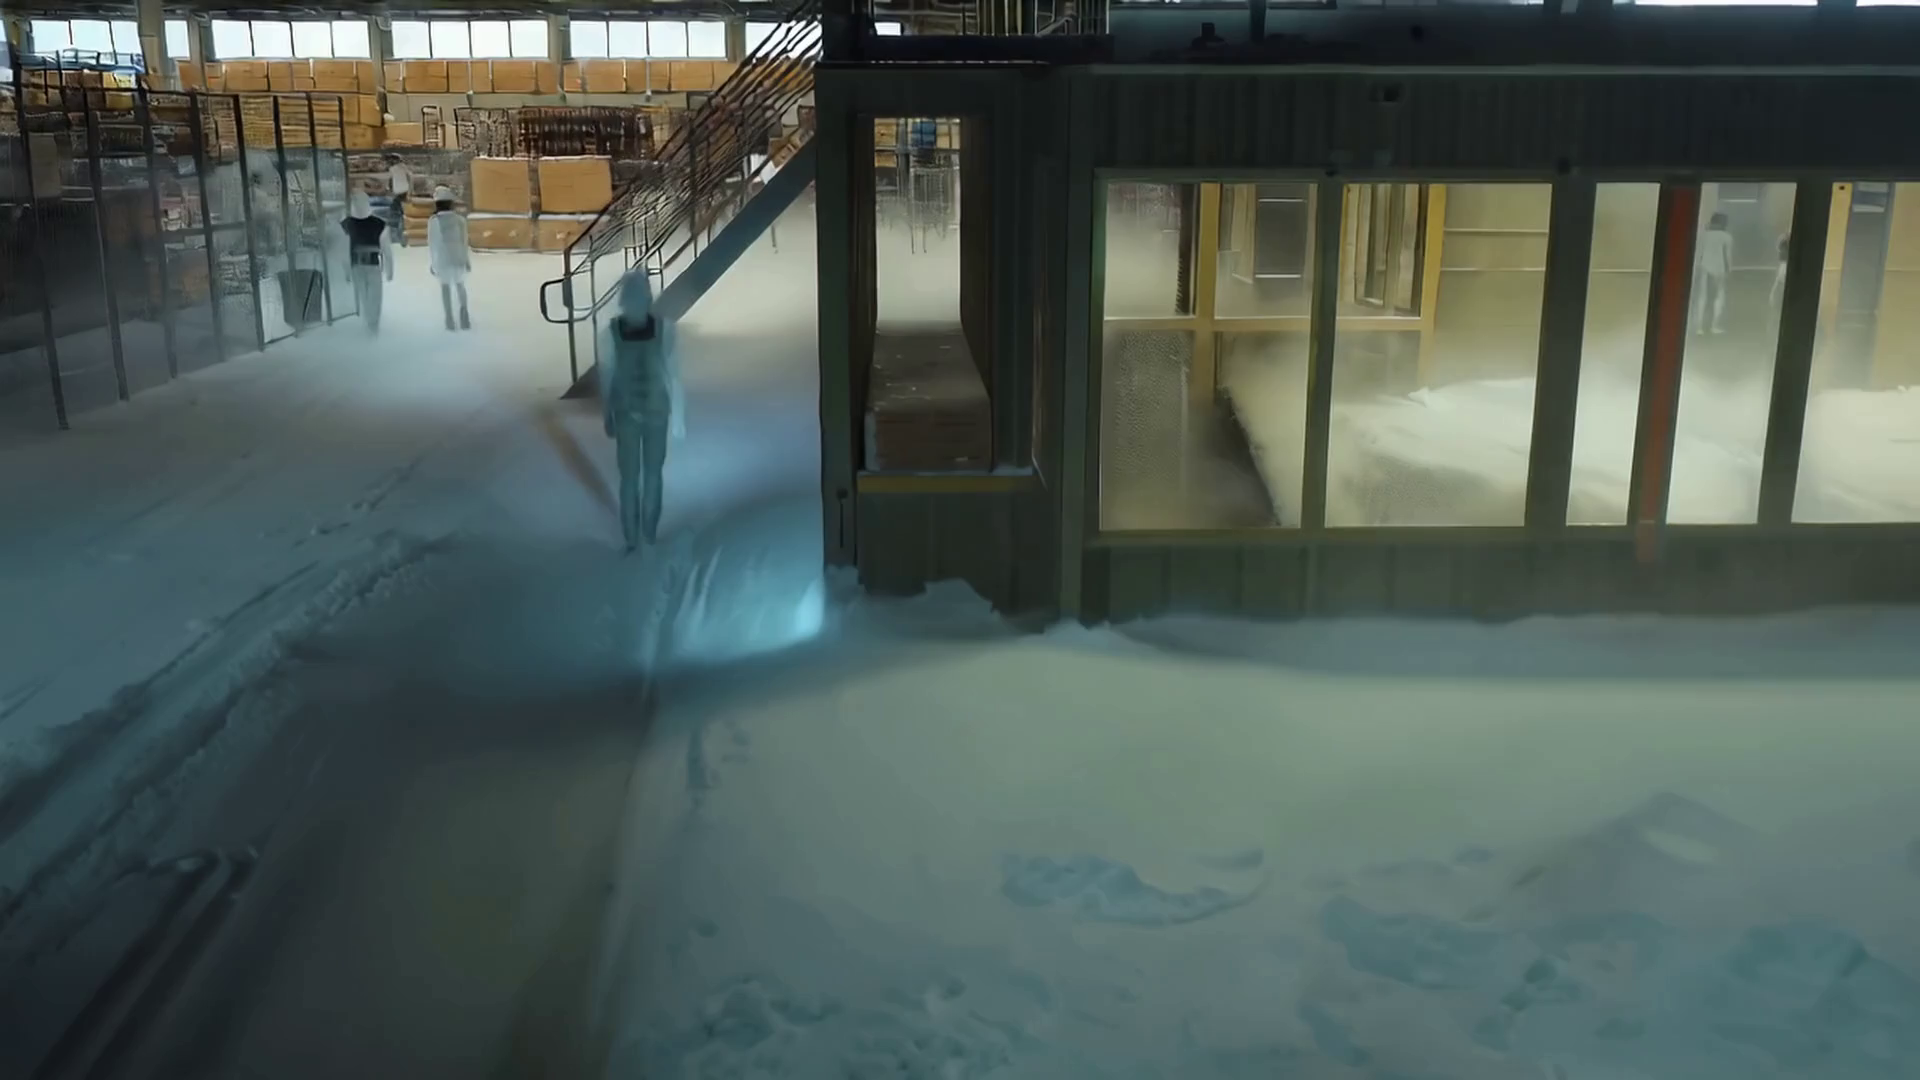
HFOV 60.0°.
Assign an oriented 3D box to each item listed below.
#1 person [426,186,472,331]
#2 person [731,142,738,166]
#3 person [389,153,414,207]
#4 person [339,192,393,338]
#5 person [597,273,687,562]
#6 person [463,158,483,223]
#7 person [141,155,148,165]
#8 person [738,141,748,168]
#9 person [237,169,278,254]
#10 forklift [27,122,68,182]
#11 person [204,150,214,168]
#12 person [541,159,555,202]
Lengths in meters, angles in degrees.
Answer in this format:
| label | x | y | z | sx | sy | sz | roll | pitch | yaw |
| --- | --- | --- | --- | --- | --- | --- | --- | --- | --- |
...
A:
| label | x | y | z | sx | sy | sz | roll | pitch | yaw |
| --- | --- | --- | --- | --- | --- | --- | --- | --- | --- |
| person | -6.828 | -3.751 | 22.269 | 0.578 | 1.924 | 0.489 | -8 | 16 | -29 |
| person | -11.600 | -19.548 | 85.560 | 0.389 | 1.846 | 0.567 | 2 | 14 | 8 |
| person | -14.870 | -9.291 | 44.292 | 0.642 | 1.981 | 0.435 | -4 | 15 | -17 |
| person | -7.664 | -3.536 | 21.500 | 0.607 | 1.891 | 0.808 | -3 | 14 | -13 |
| person | -2.015 | -0.780 | 10.604 | 0.528 | 1.806 | 0.870 | -3 | 14 | -14 |
| person | -13.037 | -9.314 | 44.534 | 0.609 | 1.895 | 0.791 | 11 | 18 | 37 |
| person | -40.536 | -18.938 | 82.914 | 0.400 | 1.949 | 0.605 | 12 | 18 | 39 |
| person | -9.670 | -16.938 | 74.817 | 1.015 | 2.003 | 0.616 | 8 | 16 | 29 |
| person | -15.033 | -6.994 | 35.465 | 0.791 | 1.810 | 0.589 | 3 | 14 | 11 |
| forklift | -35.376 | -14.773 | 64.377 | 1.129 | 2.768 | 1.873 | -1 | 14 | -2 |
| person | -30.084 | -14.847 | 66.863 | 0.723 | 1.806 | 0.616 | 4 | 15 | 15 |
| person | -14.394 | -12.496 | 57.897 | 0.512 | 1.589 | 0.841 | 6 | 15 | 23 |
